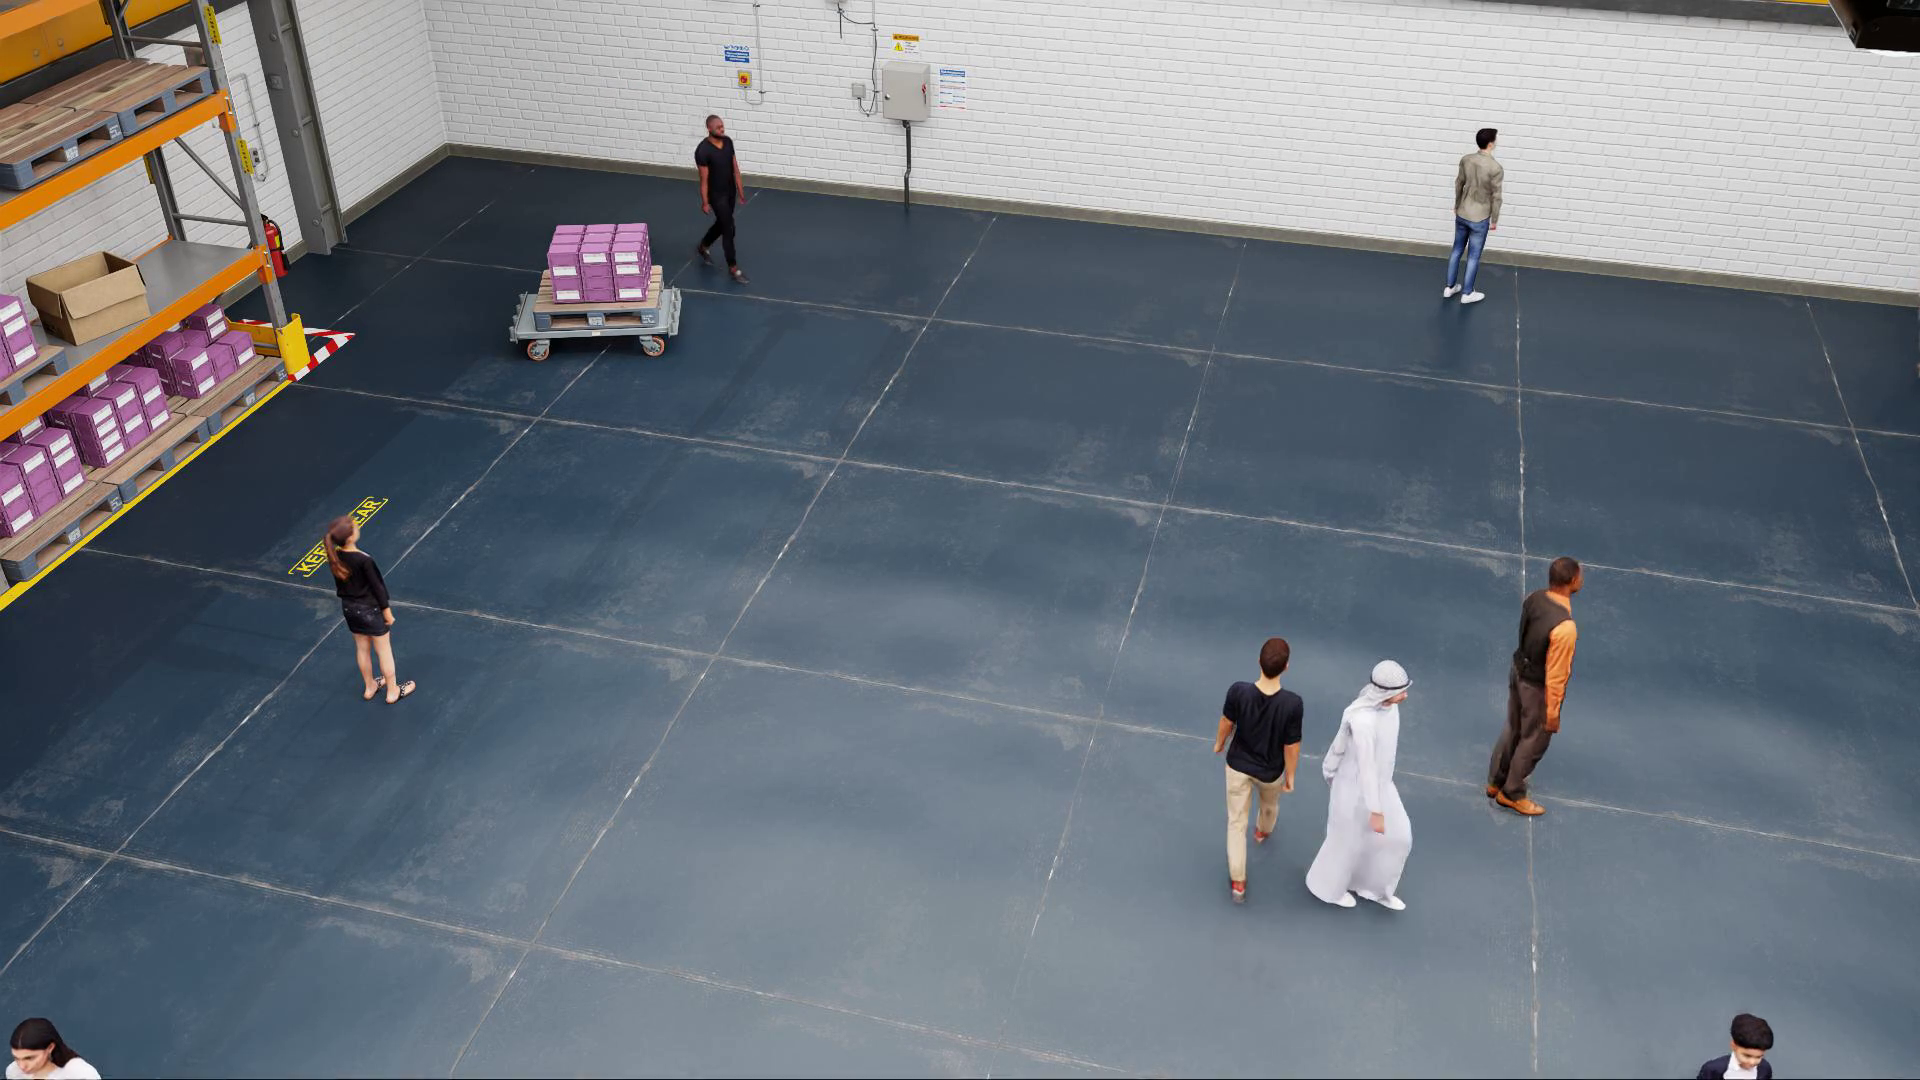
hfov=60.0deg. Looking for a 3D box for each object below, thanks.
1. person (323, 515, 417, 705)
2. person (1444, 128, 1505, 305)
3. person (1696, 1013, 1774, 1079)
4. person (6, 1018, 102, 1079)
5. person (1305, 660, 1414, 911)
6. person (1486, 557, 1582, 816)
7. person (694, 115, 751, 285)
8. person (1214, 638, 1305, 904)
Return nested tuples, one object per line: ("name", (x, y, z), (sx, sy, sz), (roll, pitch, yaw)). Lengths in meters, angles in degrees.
("person", (-4.240, 0.483, 11.829), (0.539, 1.556, 0.559), (11, 35, 16))
("person", (5.360, -3.393, 17.377), (0.805, 1.867, 0.786), (-24, 41, -32))
("person", (3.917, 2.856, 8.563), (0.571, 1.218, 0.633), (1, 34, 2))
("person", (-4.174, 2.881, 8.041), (0.668, 1.755, 1.145), (6, 34, 9))
("person", (2.335, 1.466, 10.035), (0.901, 1.903, 0.893), (22, 40, 30))
("person", (3.722, 0.949, 10.816), (0.884, 1.900, 0.703), (0, 34, 0))
("person", (-2.641, -3.725, 17.939), (0.983, 1.800, 1.126), (22, 39, 29))
("person", (1.793, 1.450, 10.132), (0.705, 1.823, 1.030), (5, 34, 8))
